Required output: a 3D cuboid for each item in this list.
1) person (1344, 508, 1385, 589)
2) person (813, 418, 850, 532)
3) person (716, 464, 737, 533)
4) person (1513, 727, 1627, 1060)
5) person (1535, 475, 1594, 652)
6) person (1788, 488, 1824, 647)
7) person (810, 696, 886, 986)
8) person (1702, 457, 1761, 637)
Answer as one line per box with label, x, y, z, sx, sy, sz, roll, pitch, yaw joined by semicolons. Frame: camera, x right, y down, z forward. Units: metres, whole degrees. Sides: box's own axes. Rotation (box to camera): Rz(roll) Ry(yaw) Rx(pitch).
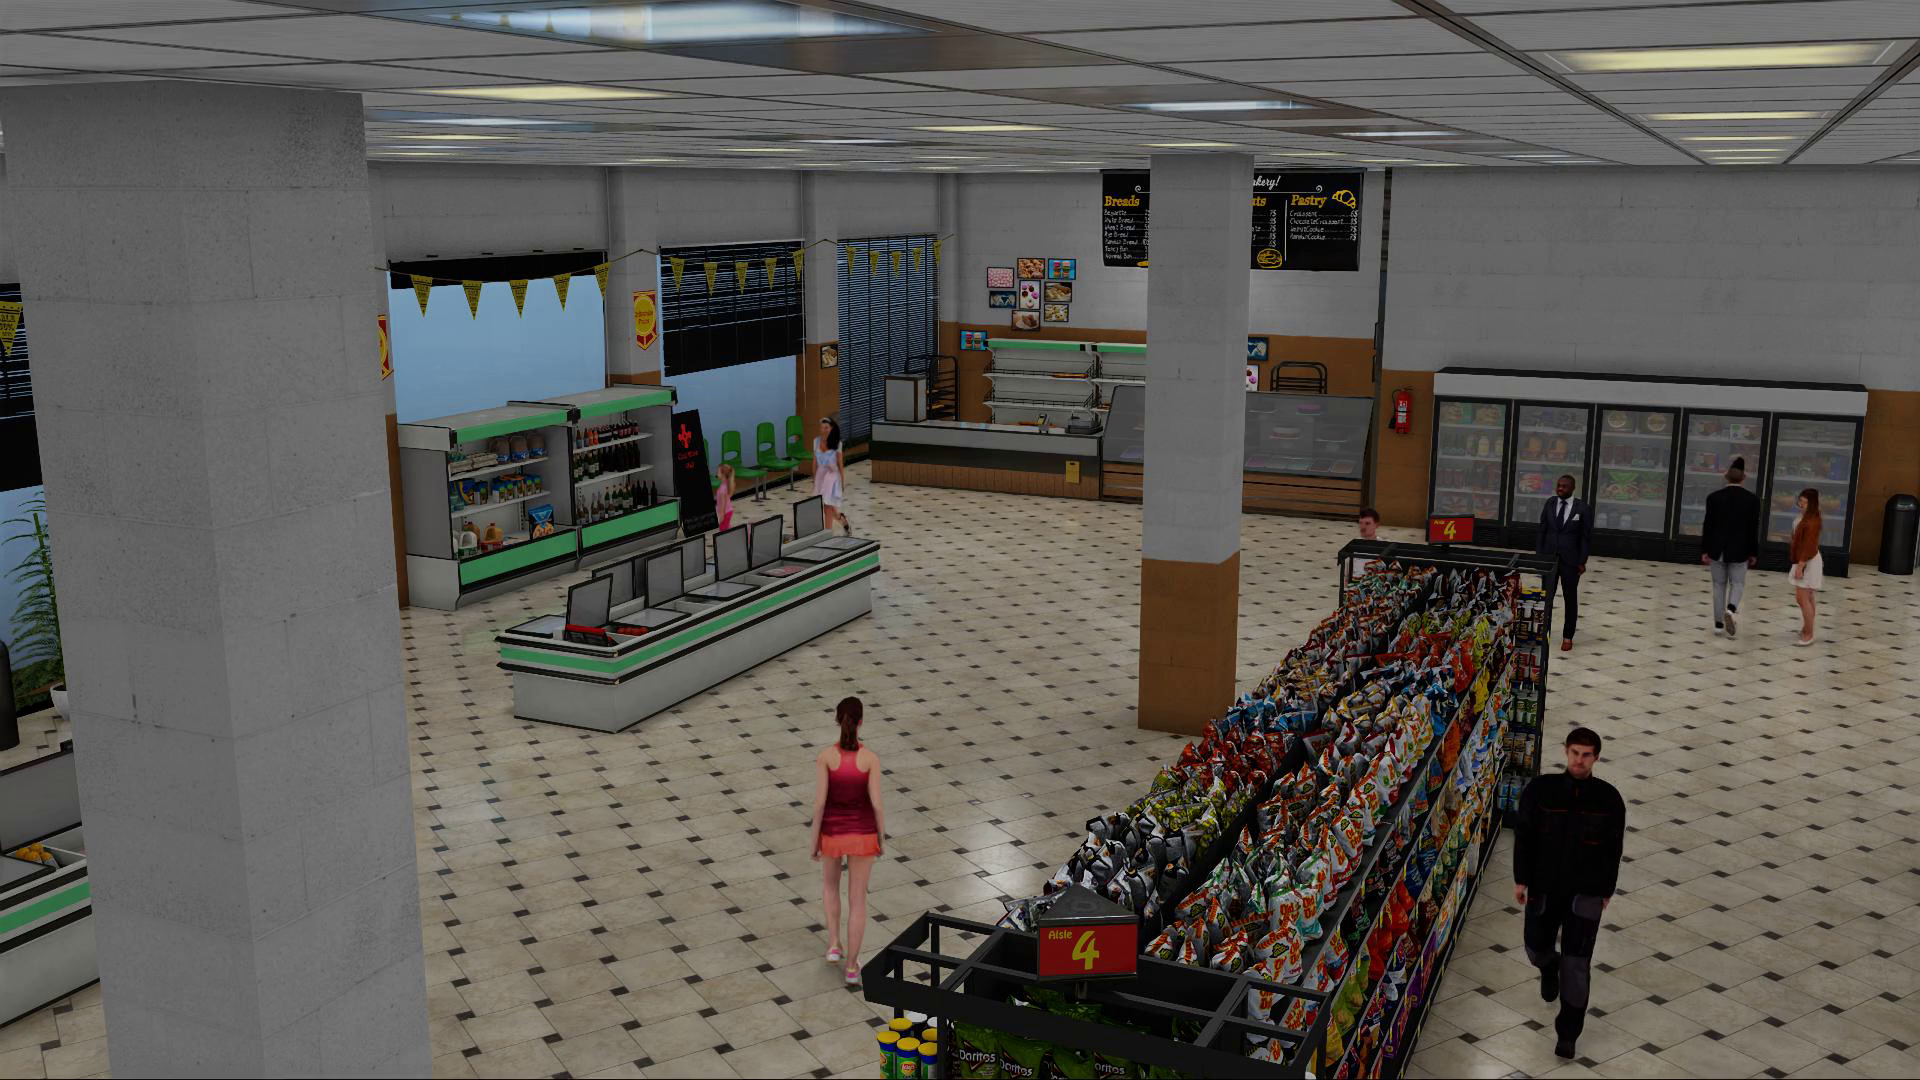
person;3.800;0.606;15.409;0.746;1.836;0.943;8;15;35
person;-1.697;-0.726;21.889;0.695;1.774;1.104;4;12;17
person;-2.987;-0.359;21.331;0.665;1.286;0.639;1;12;3
person;3.386;1.907;9.283;0.708;1.815;1.005;5;13;24
person;6.261;0.213;17.308;0.751;1.824;0.675;9;15;38
person;8.943;0.251;17.497;0.817;1.672;0.499;9;15;37
person;-0.683;1.815;9.907;0.699;1.739;0.742;0;12;2
person;8.116;0.109;17.530;0.704;1.935;0.934;6;13;25
